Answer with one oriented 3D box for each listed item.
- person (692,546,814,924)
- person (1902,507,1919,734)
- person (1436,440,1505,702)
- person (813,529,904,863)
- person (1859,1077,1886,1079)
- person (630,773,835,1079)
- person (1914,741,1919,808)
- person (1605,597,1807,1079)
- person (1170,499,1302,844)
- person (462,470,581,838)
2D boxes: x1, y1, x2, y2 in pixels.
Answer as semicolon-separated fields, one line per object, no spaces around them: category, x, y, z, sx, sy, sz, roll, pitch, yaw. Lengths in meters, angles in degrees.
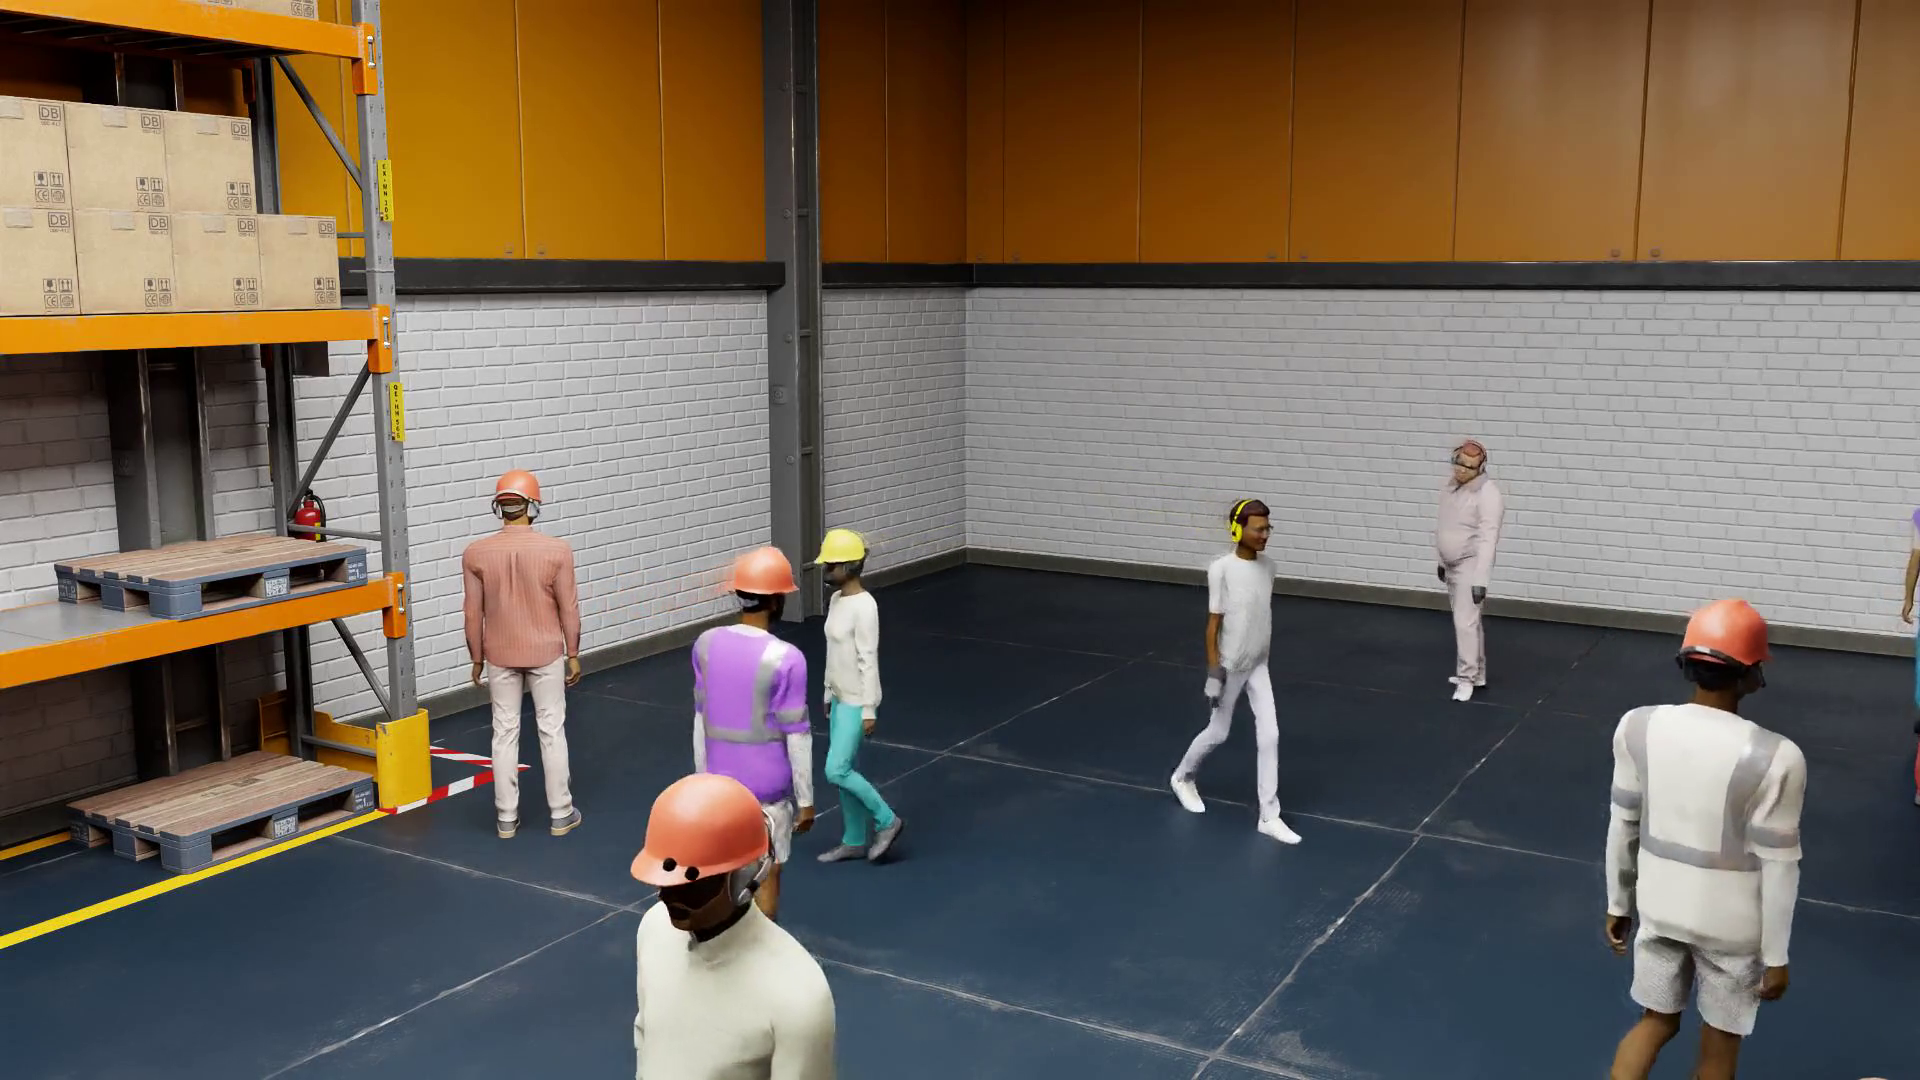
person;-0.858;0.985;6.828;0.576;1.922;0.497;6;11;31
person;6.406;0.409;10.710;0.586;1.831;0.465;6;11;32
person;3.644;0.206;11.897;0.510;1.870;0.720;-2;9;-10
person;-0.567;0.810;8.459;0.384;1.750;0.541;-4;10;-21
person;1.552;1.751;2.962;0.311;1.635;0.512;-8;12;-40
person;-0.523;1.462;3.654;0.645;1.989;0.407;8;12;42
person;5.602;0.683;9.273;0.365;1.780;0.531;-5;10;-26
person;2.275;1.191;5.222;0.674;2.030;0.605;-7;12;-38
person;1.501;0.673;9.086;0.523;1.837;0.905;-6;11;-33
person;-2.338;0.615;8.953;0.608;1.985;0.395;-1;9;-4
